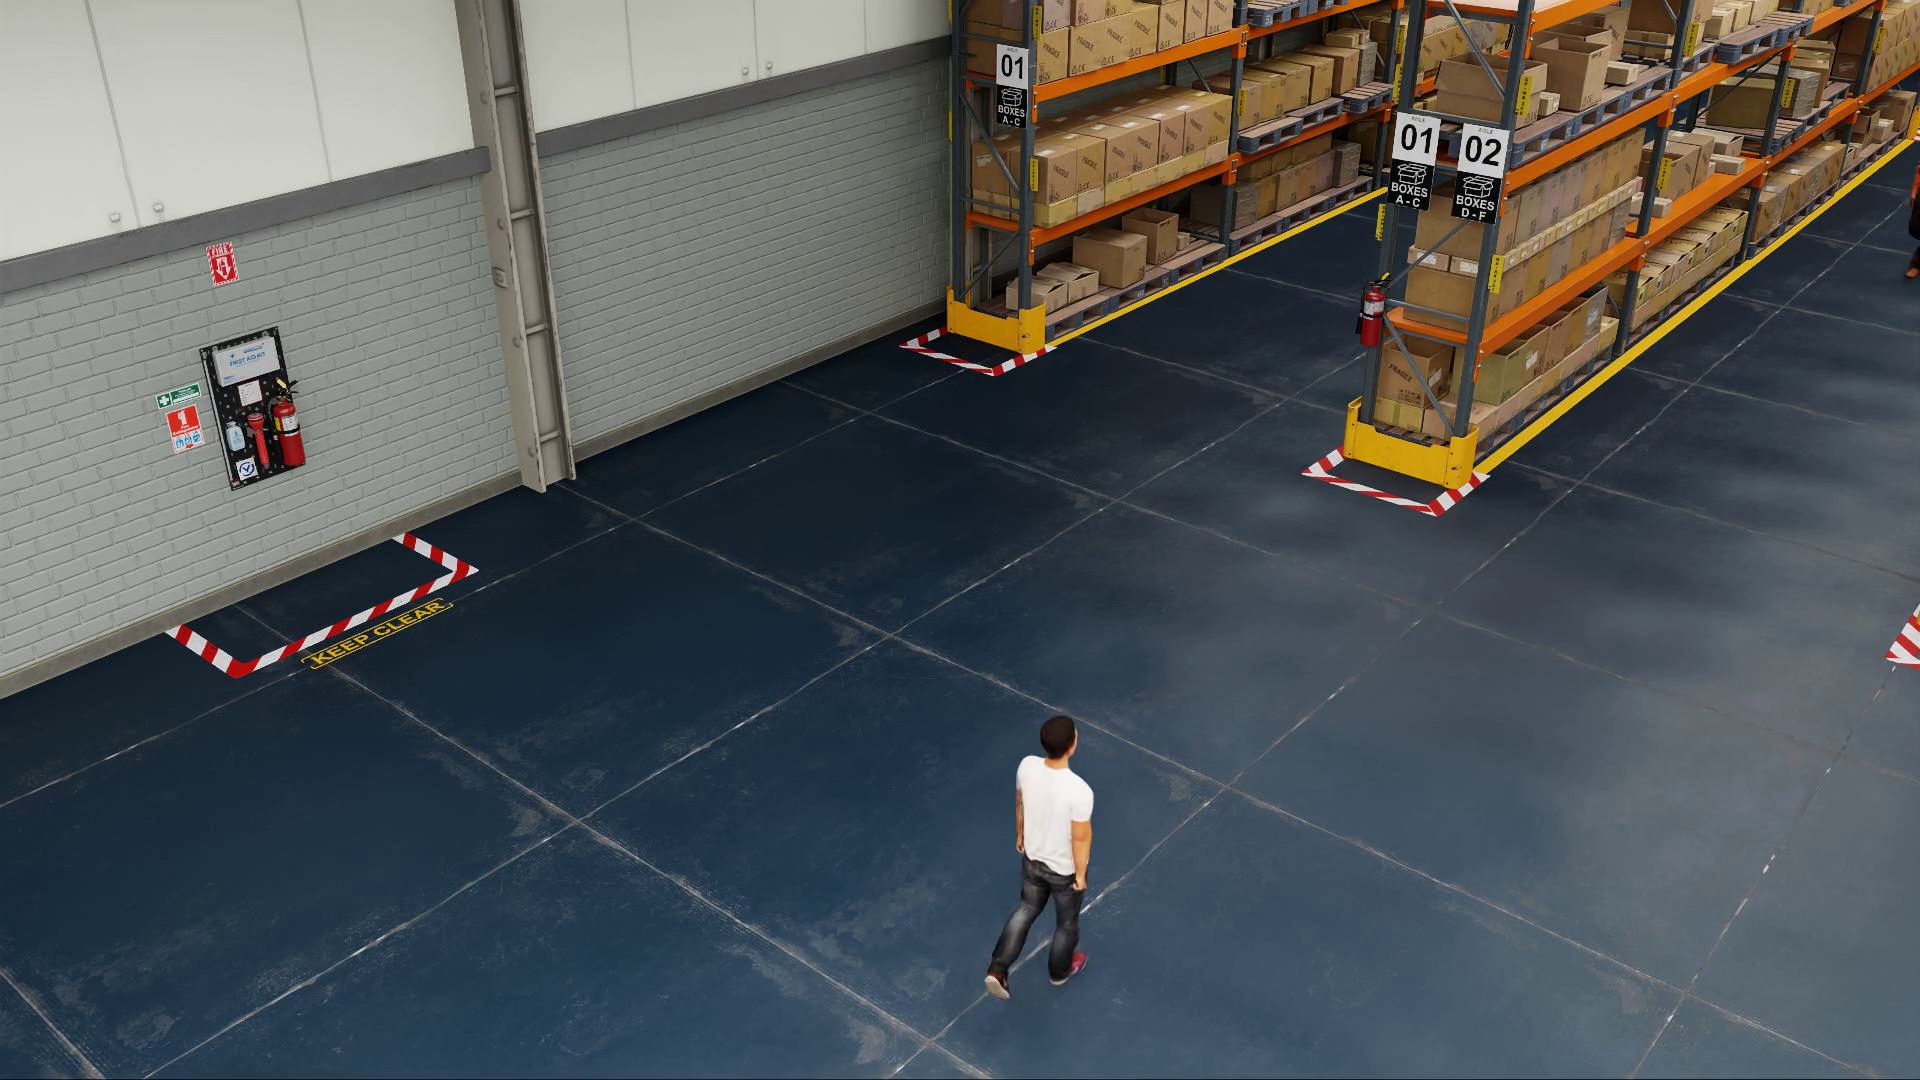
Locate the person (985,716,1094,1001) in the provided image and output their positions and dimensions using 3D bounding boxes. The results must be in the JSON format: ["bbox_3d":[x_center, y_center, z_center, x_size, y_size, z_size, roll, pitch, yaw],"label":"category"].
[{"bbox_3d":[0.437,1.741,8.898,0.646,1.790,0.955,21,35,34],"label":"person"}]

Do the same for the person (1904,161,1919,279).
[{"bbox_3d":[11.593,-4.078,19.720,1.100,1.888,0.766,-25,37,-38],"label":"person"}]
